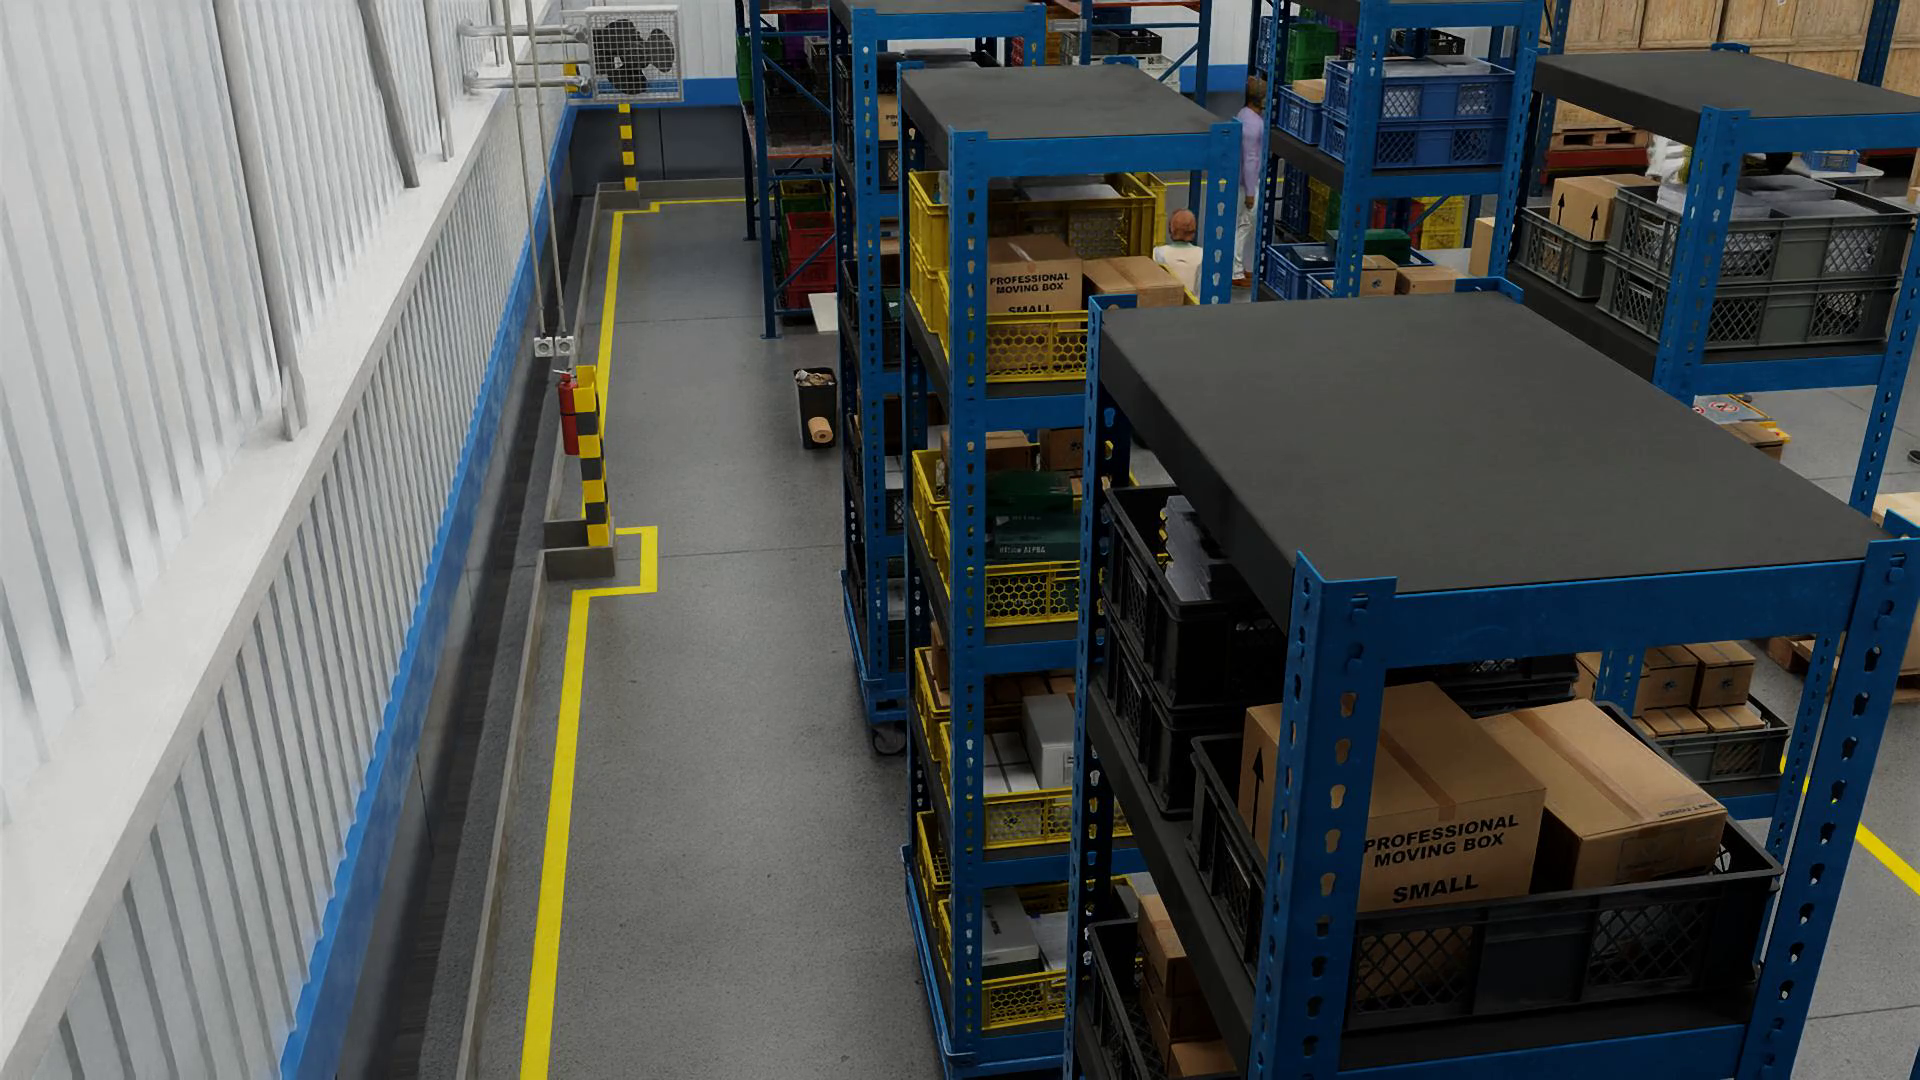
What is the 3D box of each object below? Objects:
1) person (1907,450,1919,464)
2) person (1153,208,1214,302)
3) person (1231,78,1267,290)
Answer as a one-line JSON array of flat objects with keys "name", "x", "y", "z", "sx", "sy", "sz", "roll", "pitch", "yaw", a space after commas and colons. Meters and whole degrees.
[{"name": "person", "x": 6.942, "y": -1.384, "z": 11.431, "sx": 0.588, "sy": 1.822, "sz": 0.403, "roll": -16, "pitch": 29, "yaw": -31}, {"name": "person", "x": 1.574, "y": -1.589, "z": 12.105, "sx": 0.526, "sy": 1.630, "sz": 0.317, "roll": -1, "pitch": 25, "yaw": -2}, {"name": "person", "x": 2.672, "y": -3.312, "z": 15.493, "sx": 0.369, "sy": 1.932, "sz": 0.634, "roll": 2, "pitch": 25, "yaw": 5}]
